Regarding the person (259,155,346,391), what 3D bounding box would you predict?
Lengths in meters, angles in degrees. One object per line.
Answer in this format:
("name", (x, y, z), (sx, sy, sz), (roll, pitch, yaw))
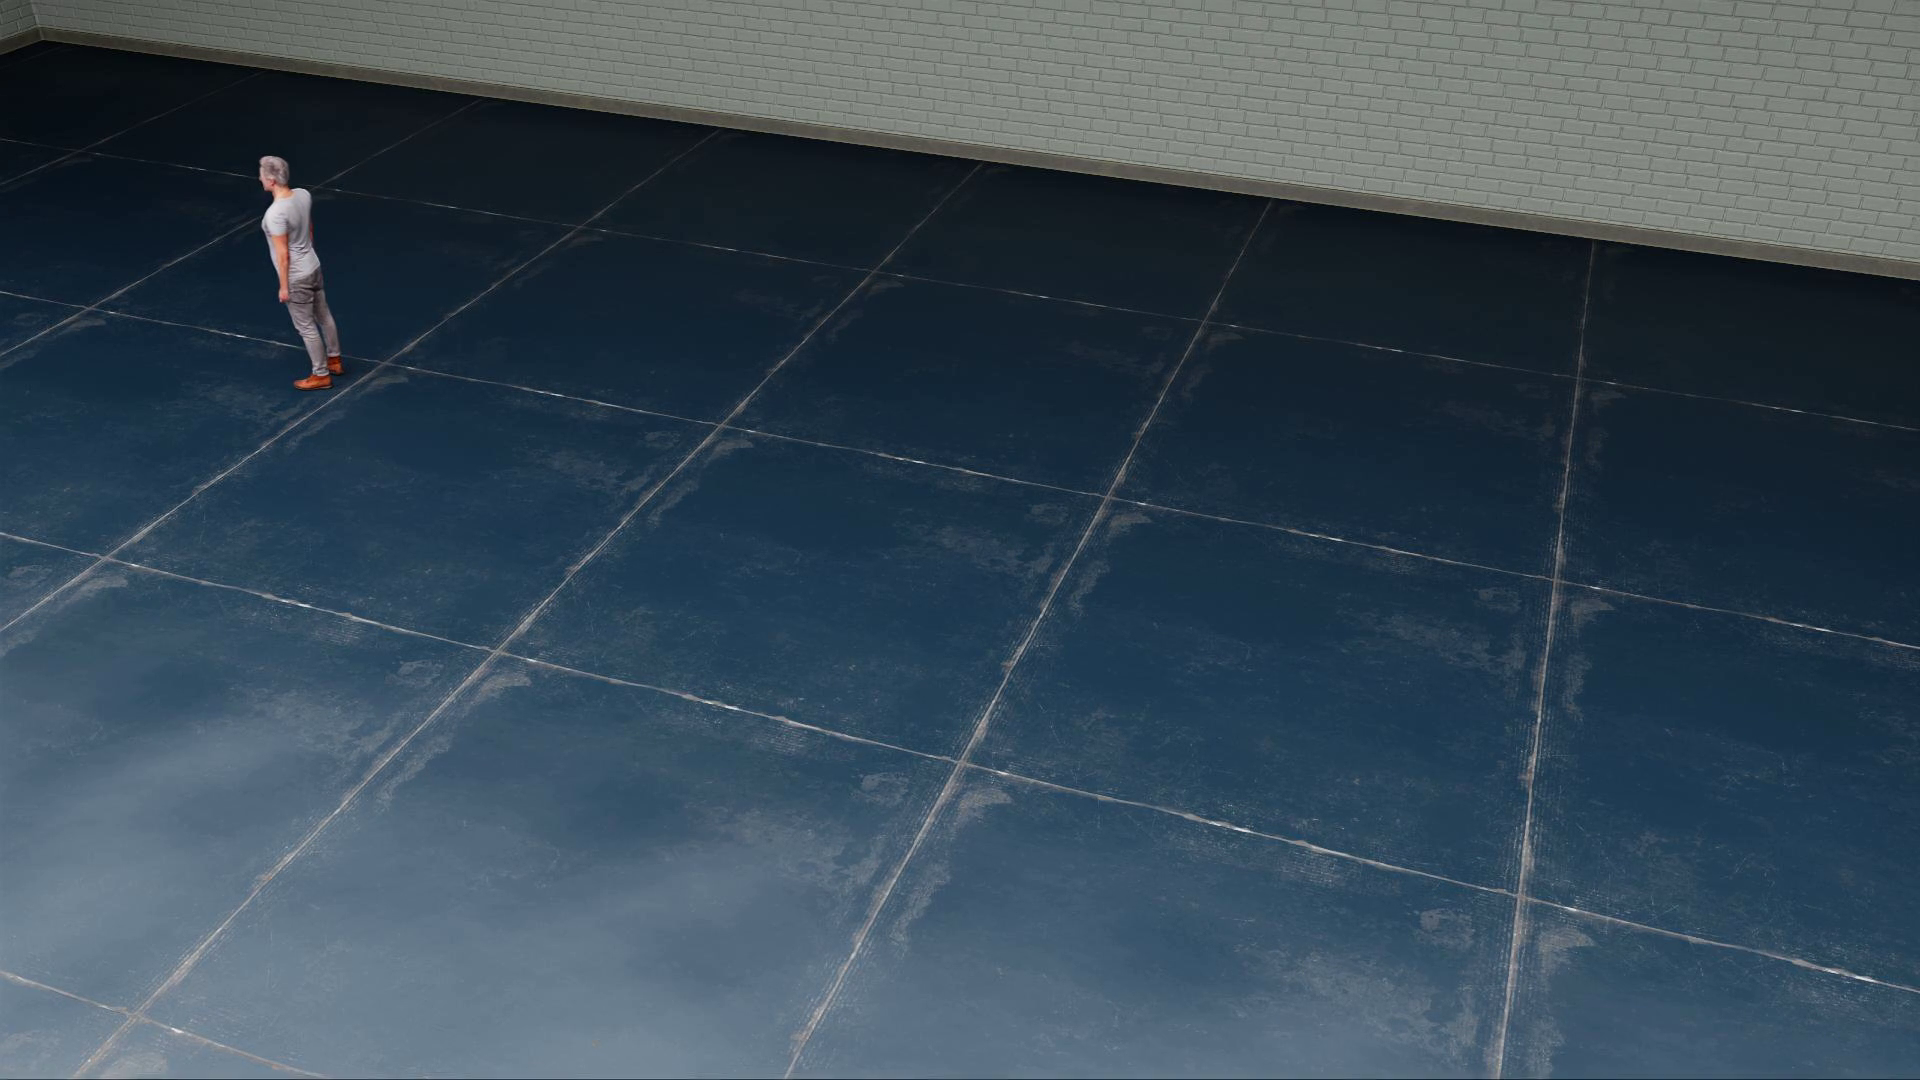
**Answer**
("person", (-4.978, -2.023, 12.565), (0.802, 1.830, 0.588), (4, 33, 5))
